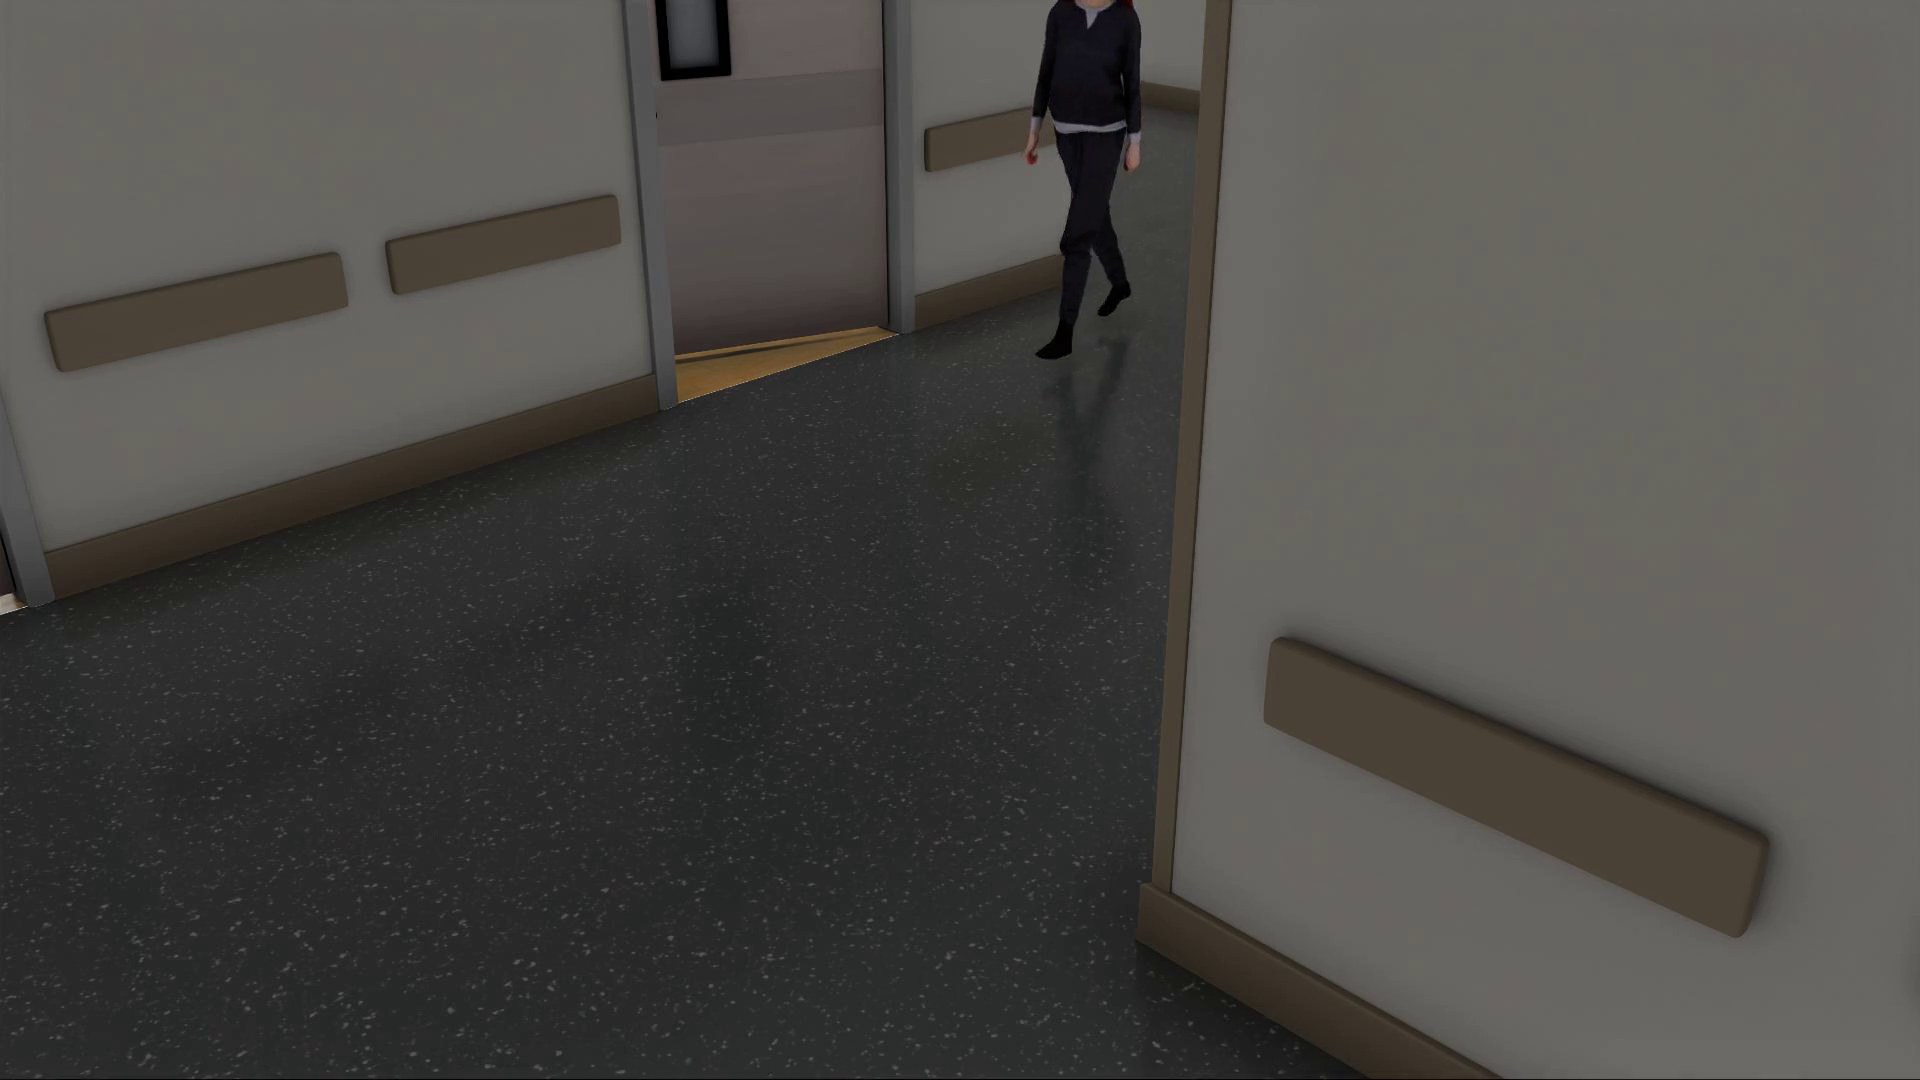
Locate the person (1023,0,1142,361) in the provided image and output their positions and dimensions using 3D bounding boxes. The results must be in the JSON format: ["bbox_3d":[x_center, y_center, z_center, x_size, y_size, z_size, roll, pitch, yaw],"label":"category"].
[{"bbox_3d":[0.588,-1.700,7.150,0.707,1.736,1.185,17,31,31],"label":"person"}]
